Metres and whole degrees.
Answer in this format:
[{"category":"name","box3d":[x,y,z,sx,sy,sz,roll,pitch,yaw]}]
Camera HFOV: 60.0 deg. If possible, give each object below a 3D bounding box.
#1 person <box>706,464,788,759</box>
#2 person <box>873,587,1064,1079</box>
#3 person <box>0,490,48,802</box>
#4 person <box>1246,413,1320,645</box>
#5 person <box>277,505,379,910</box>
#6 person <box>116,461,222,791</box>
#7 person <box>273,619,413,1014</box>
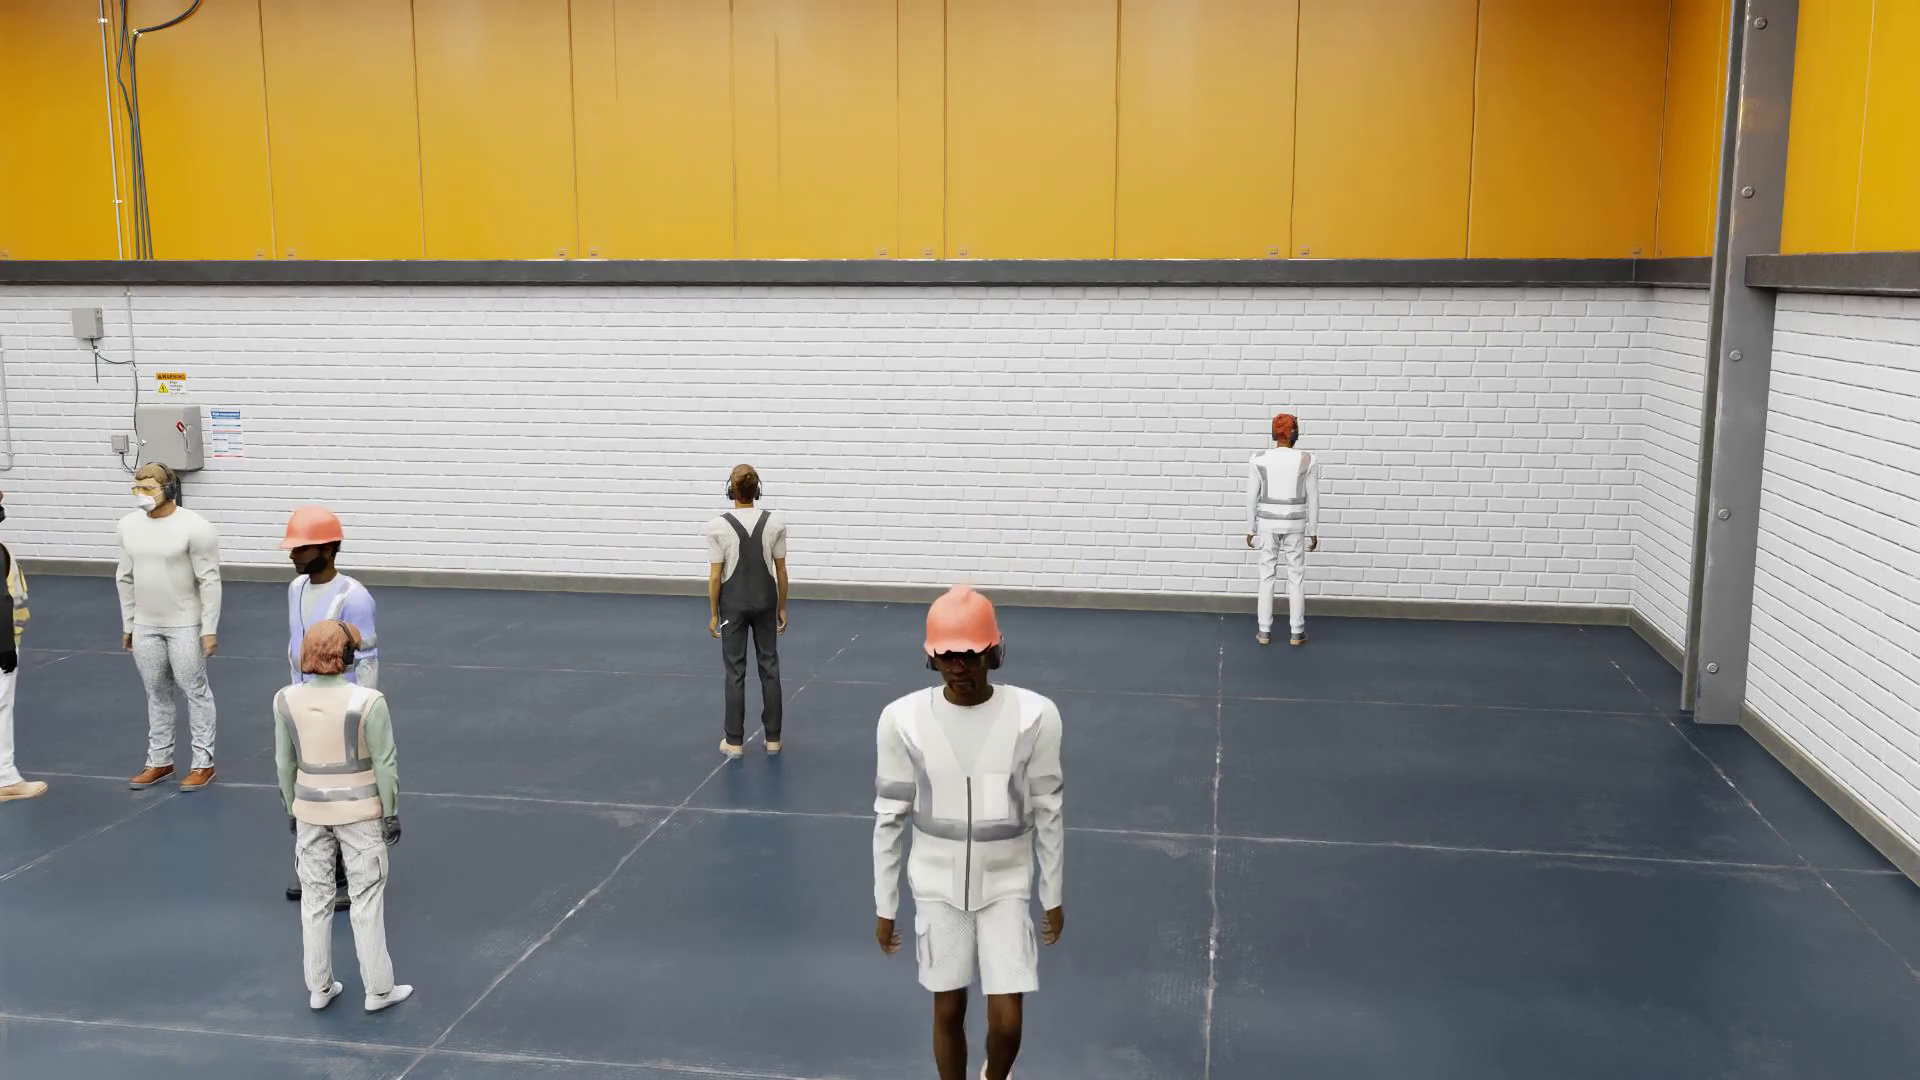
[{"category":"person","box3d":[-1.324,0.442,10.370,0.508,1.846,0.345,-3,10,-19]},{"category":"person","box3d":[0.024,1.149,5.455,0.631,2.023,0.431,1,9,4]},{"category":"person","box3d":[-5.585,0.575,9.562,0.625,1.843,0.430,7,12,37]},{"category":"person","box3d":[2.619,-0.087,13.516,0.579,1.882,0.342,2,10,14]},{"category":"person","box3d":[-3.007,0.794,7.915,0.548,1.938,0.375,6,11,32]},{"category":"person","box3d":[-4.609,0.503,9.705,0.629,1.940,0.379,2,9,11]},{"category":"person","box3d":[-2.522,1.128,6.776,0.511,1.639,0.308,1,9,8]}]
